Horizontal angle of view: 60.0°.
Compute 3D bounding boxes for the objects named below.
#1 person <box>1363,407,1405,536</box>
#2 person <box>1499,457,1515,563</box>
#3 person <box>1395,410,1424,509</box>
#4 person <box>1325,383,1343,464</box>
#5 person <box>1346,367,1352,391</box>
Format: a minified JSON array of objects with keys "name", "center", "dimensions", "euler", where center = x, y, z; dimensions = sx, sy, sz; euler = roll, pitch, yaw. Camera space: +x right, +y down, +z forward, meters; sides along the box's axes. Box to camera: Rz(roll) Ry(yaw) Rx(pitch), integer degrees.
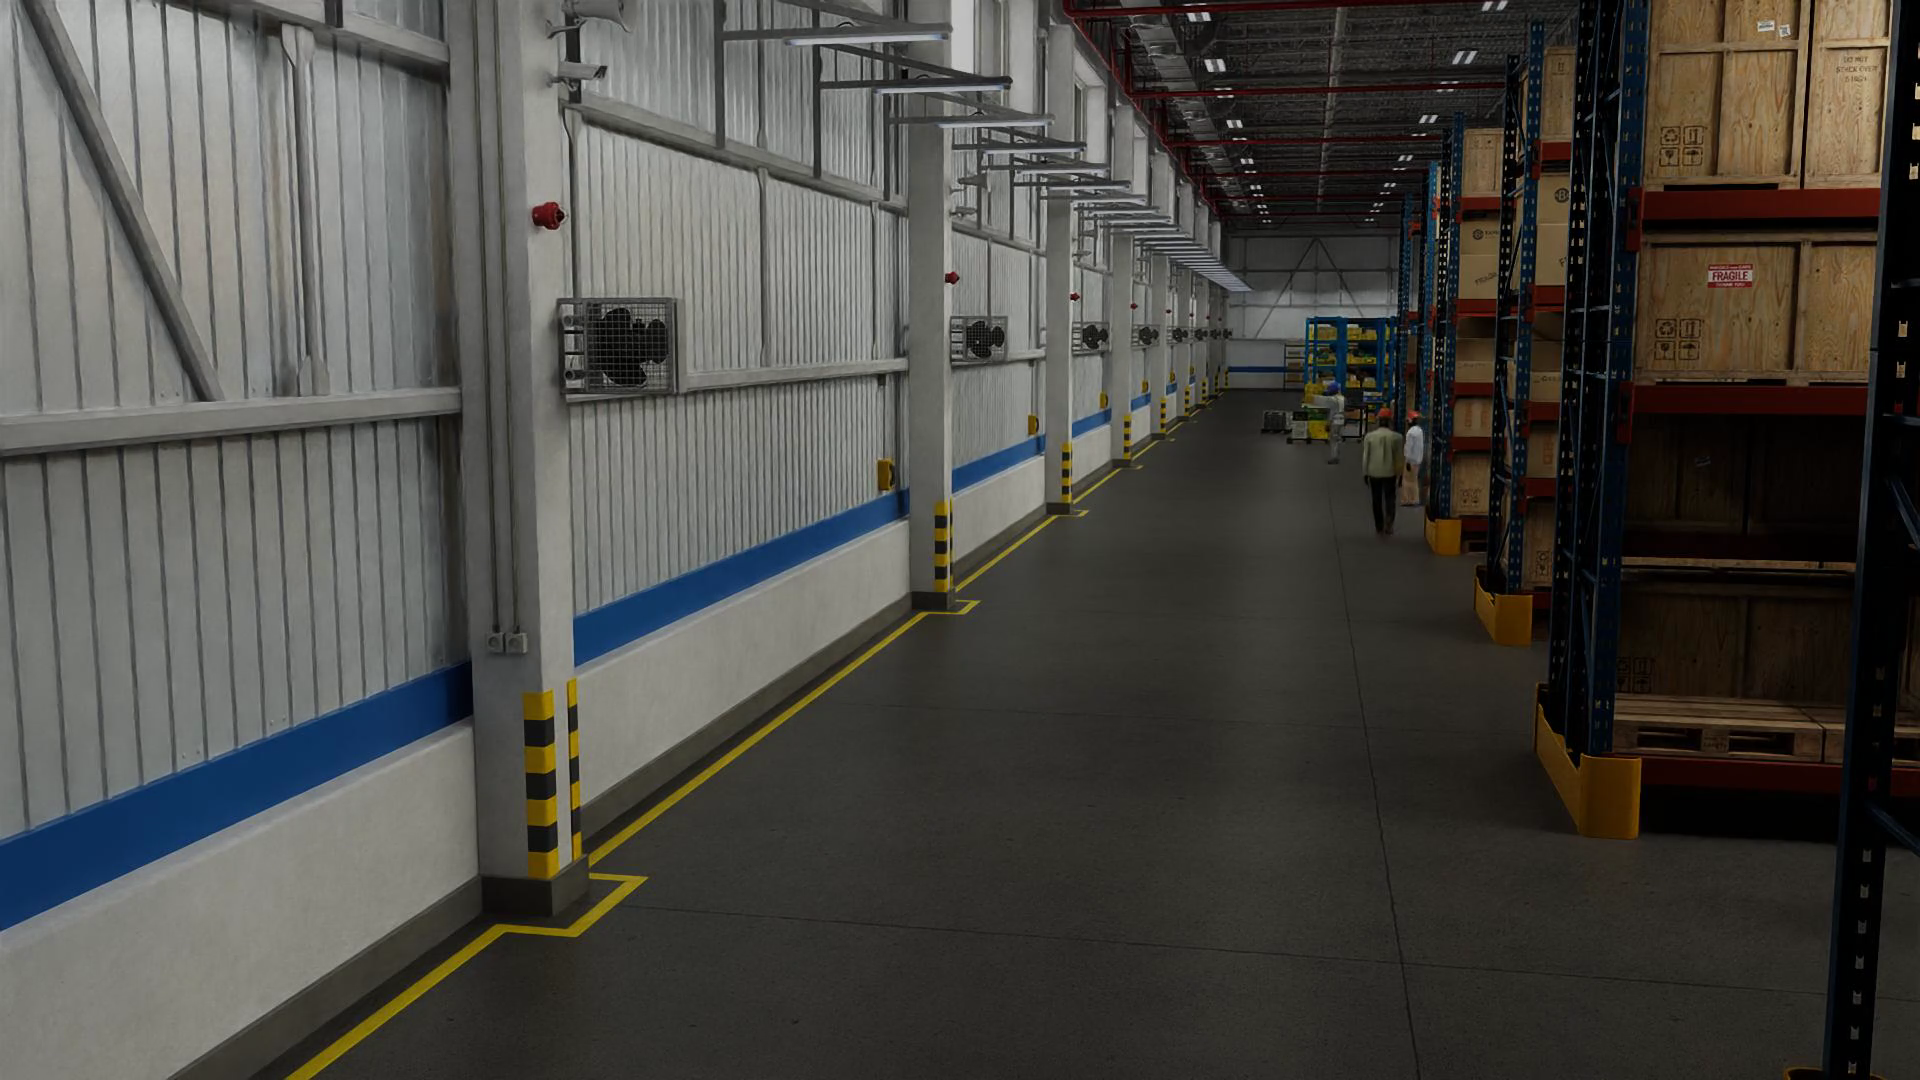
[{"name":"person","center":[6.395,-1.015,25.136],"dimensions":[0.616,1.972,0.549],"euler":[2,7,13]},{"name":"person","center":[6.451,-0.142,19.135],"dimensions":[0.666,1.721,0.496],"euler":[0,7,-3]},{"name":"person","center":[7.891,-1.406,29.214],"dimensions":[0.446,1.727,0.574],"euler":[6,10,41]},{"name":"person","center":[8.825,-2.731,39.151],"dimensions":[0.397,1.906,0.718],"euler":[5,8,33]},{"name":"person","center":[14.592,-5.583,62.216],"dimensions":[0.396,1.841,0.565],"euler":[2,7,14]}]
